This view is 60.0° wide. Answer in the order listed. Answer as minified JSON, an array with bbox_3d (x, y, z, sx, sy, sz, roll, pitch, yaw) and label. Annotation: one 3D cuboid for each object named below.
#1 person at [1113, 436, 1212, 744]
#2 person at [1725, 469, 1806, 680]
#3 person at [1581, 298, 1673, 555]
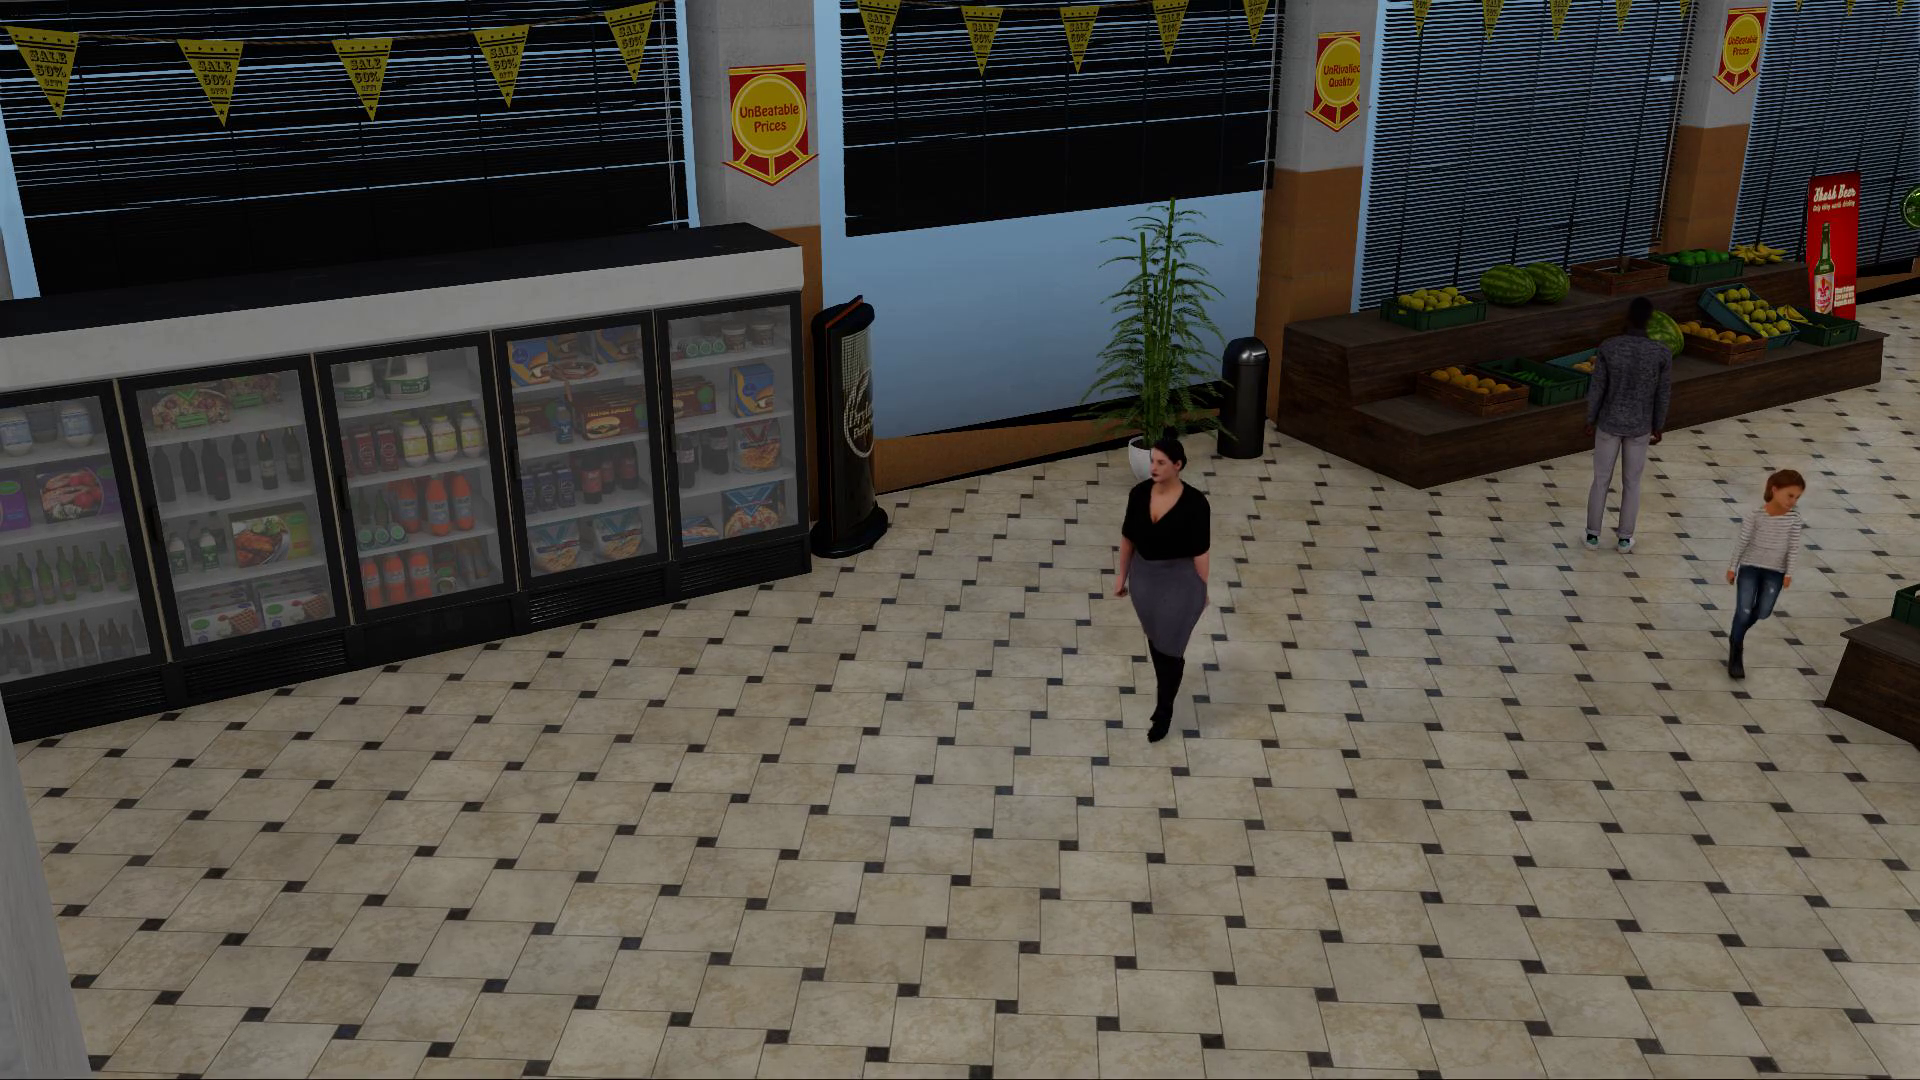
[{"bbox_3d":[1.203,0.240,9.255,0.796,1.739,0.833,18,28,38],"label":"person"},{"bbox_3d":[4.829,0.170,10.015,0.772,1.303,0.845,8,23,19],"label":"person"},{"bbox_3d":[4.680,-0.804,11.722,0.751,1.839,0.786,8,23,18],"label":"person"}]
